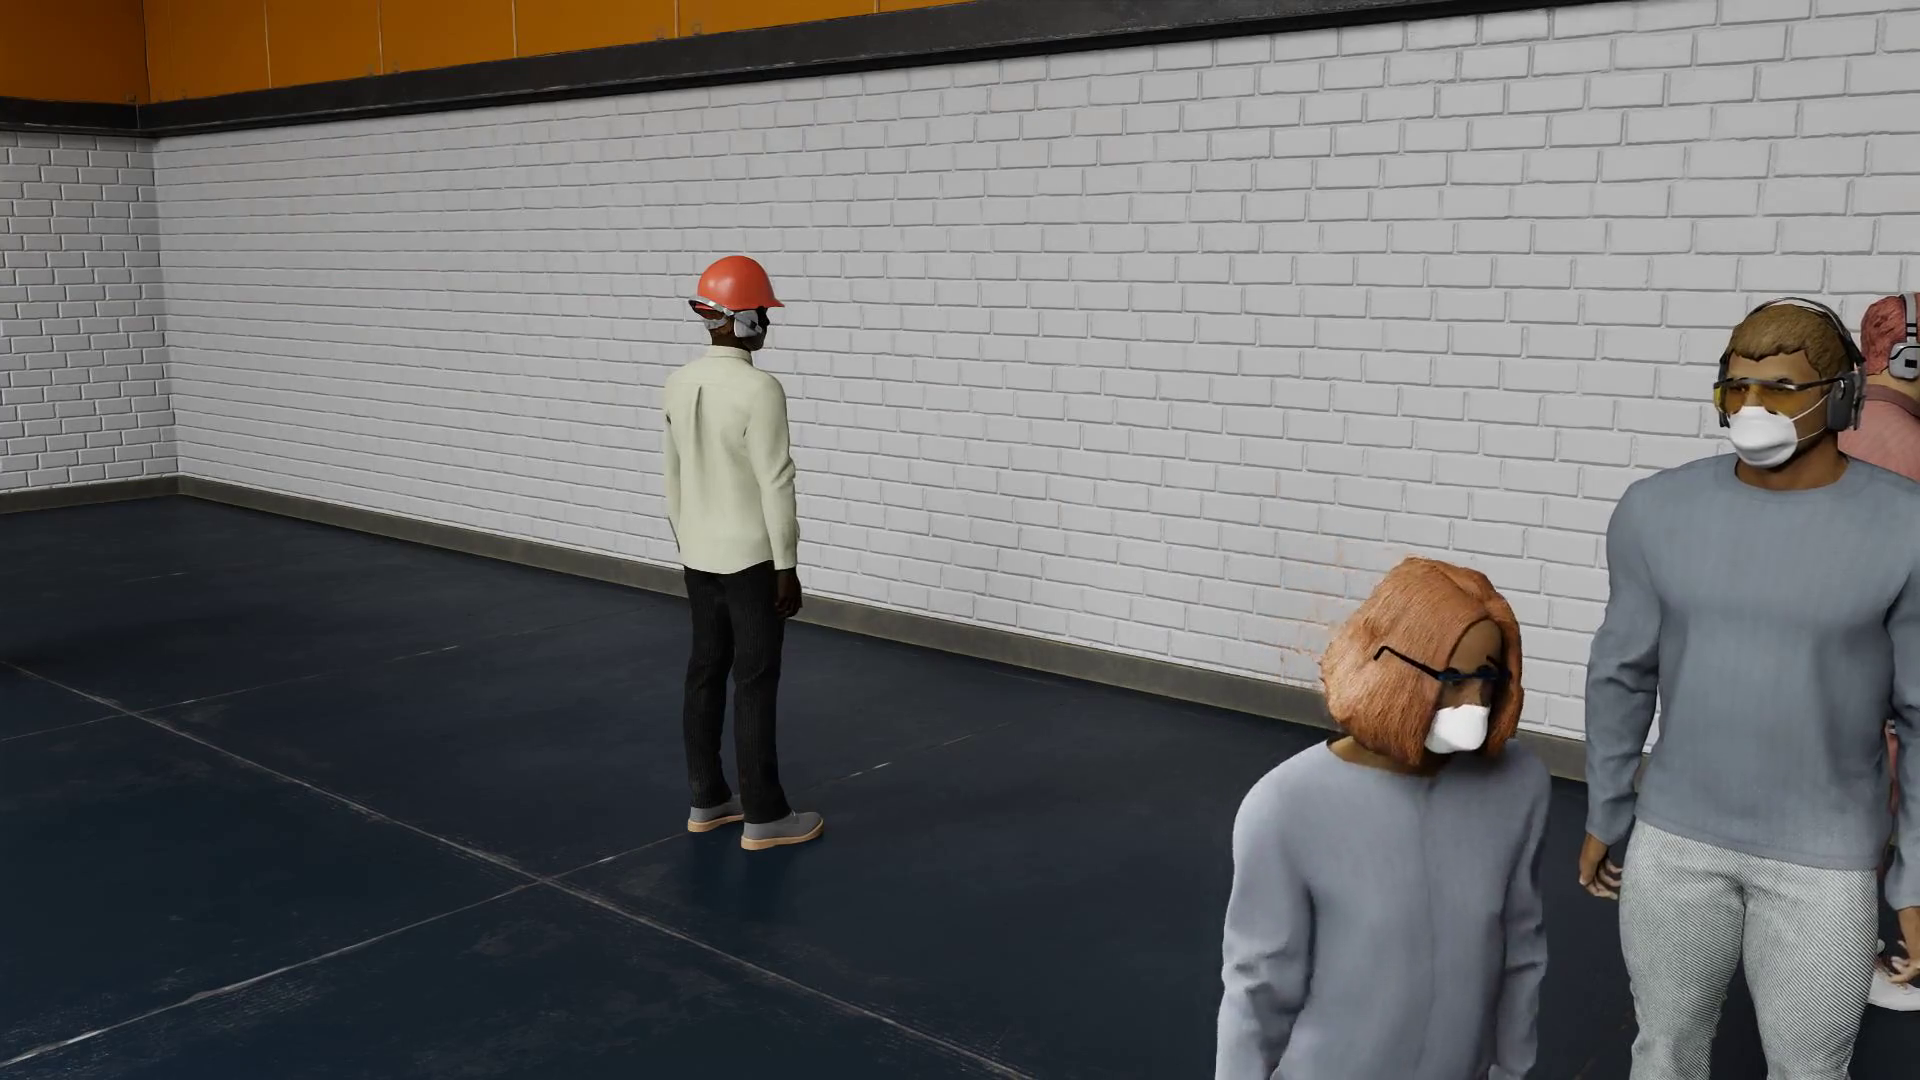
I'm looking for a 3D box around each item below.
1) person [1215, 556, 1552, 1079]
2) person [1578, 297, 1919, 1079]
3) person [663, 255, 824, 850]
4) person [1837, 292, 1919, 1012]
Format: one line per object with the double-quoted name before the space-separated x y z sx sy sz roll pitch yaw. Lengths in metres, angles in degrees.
"person" 0.592 0.818 2.305 0.533 1.616 0.380 -3 10 -17
"person" 1.414 0.546 2.963 0.638 1.938 0.357 9 13 42
"person" -0.751 0.046 5.645 0.610 1.996 0.379 9 14 42
"person" 2.488 0.291 4.507 0.409 1.907 0.651 2 10 9
